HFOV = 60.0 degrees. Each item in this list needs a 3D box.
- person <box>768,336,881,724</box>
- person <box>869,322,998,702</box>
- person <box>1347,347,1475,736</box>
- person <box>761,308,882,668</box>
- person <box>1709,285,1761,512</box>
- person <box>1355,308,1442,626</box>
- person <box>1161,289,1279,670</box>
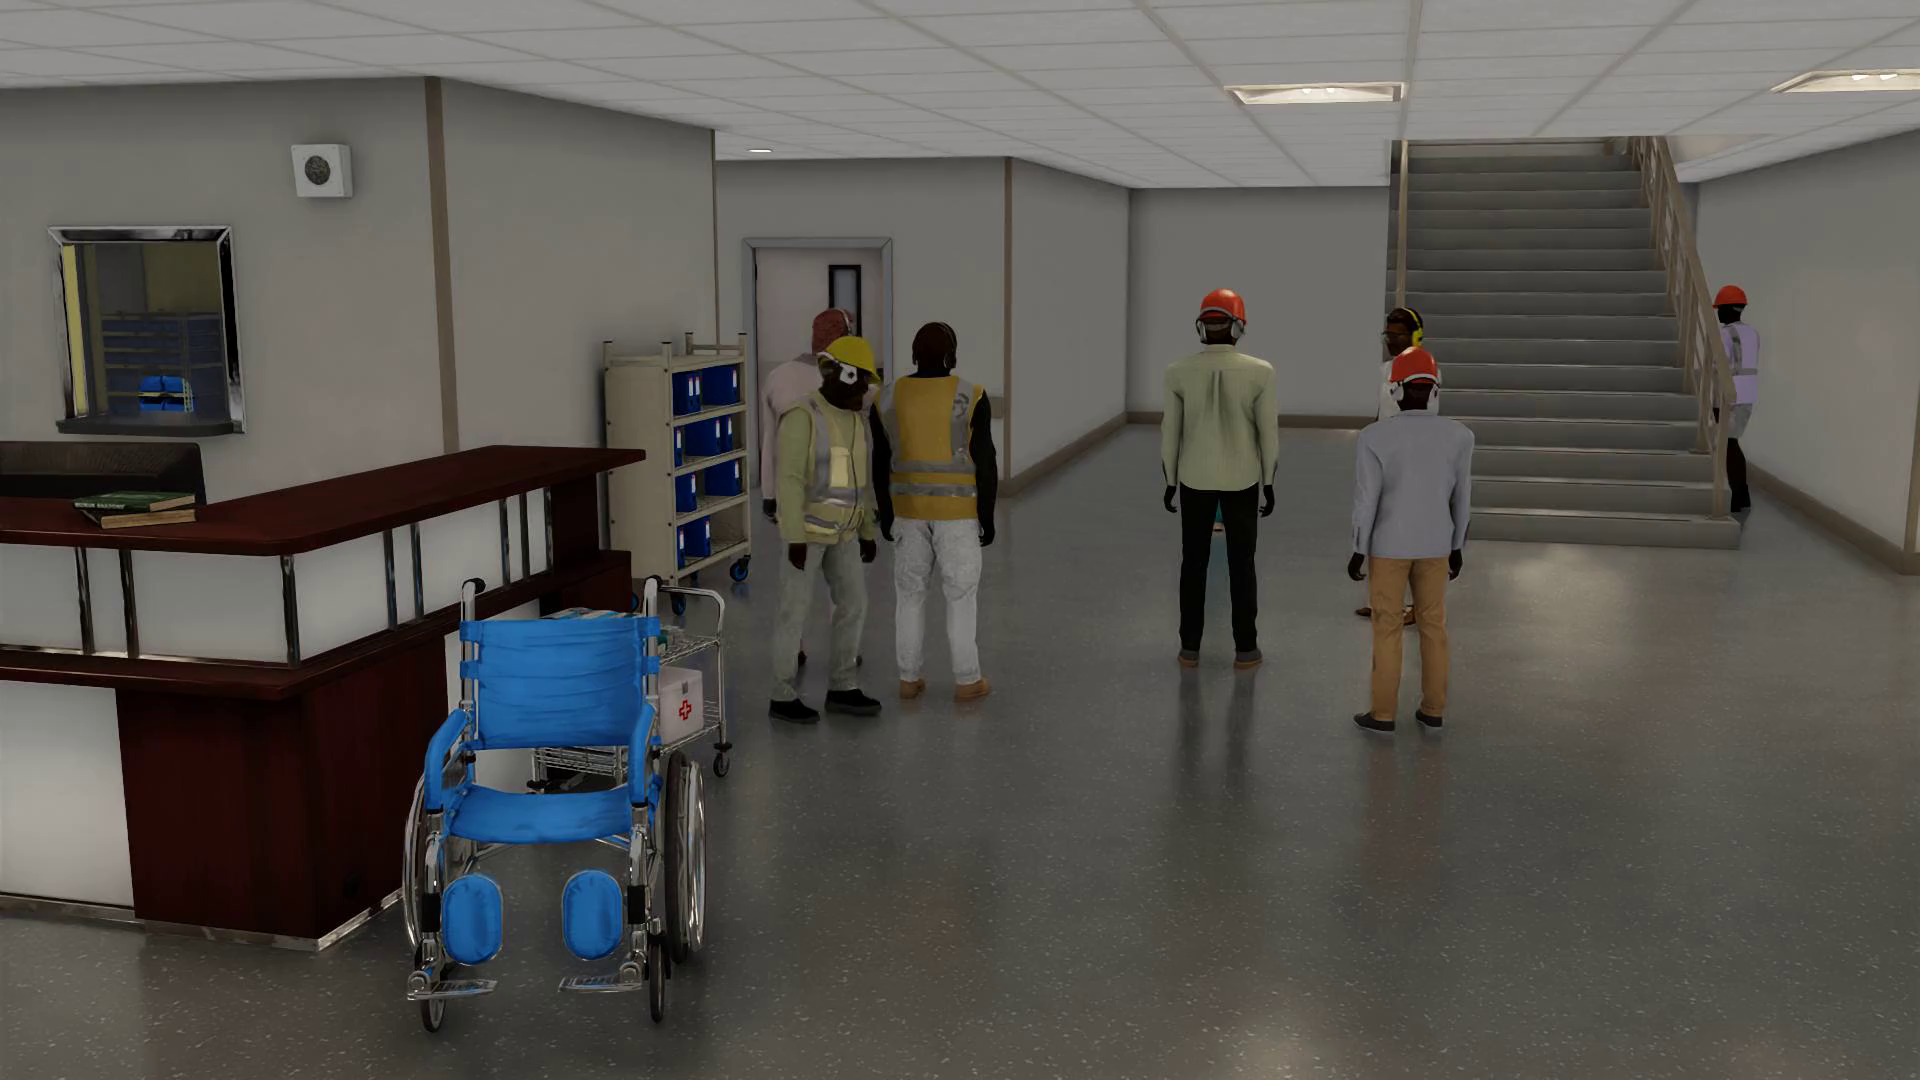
[{"bbox_3d":[-0.636,-0.044,7.706,0.432,1.791,0.637,7,12,36],"label":"person"},{"bbox_3d":[-0.111,-0.130,8.066,0.619,1.845,0.430,3,10,16],"label":"person"},{"bbox_3d":[2.017,0.006,7.518,0.575,1.749,0.336,-2,10,-12],"label":"person"},{"bbox_3d":[-0.677,-0.236,8.530,0.664,1.892,0.456,4,10,22],"label":"person"},{"bbox_3d":[6.565,-1.202,14.179,0.548,1.919,0.469,-7,12,-35],"label":"person"},{"bbox_3d":[2.591,-0.428,9.775,0.319,1.860,0.517,-5,11,-26],"label":"person"},{"bbox_3d":[1.357,-0.310,8.701,0.610,1.985,0.392,2,10,14],"label":"person"}]
